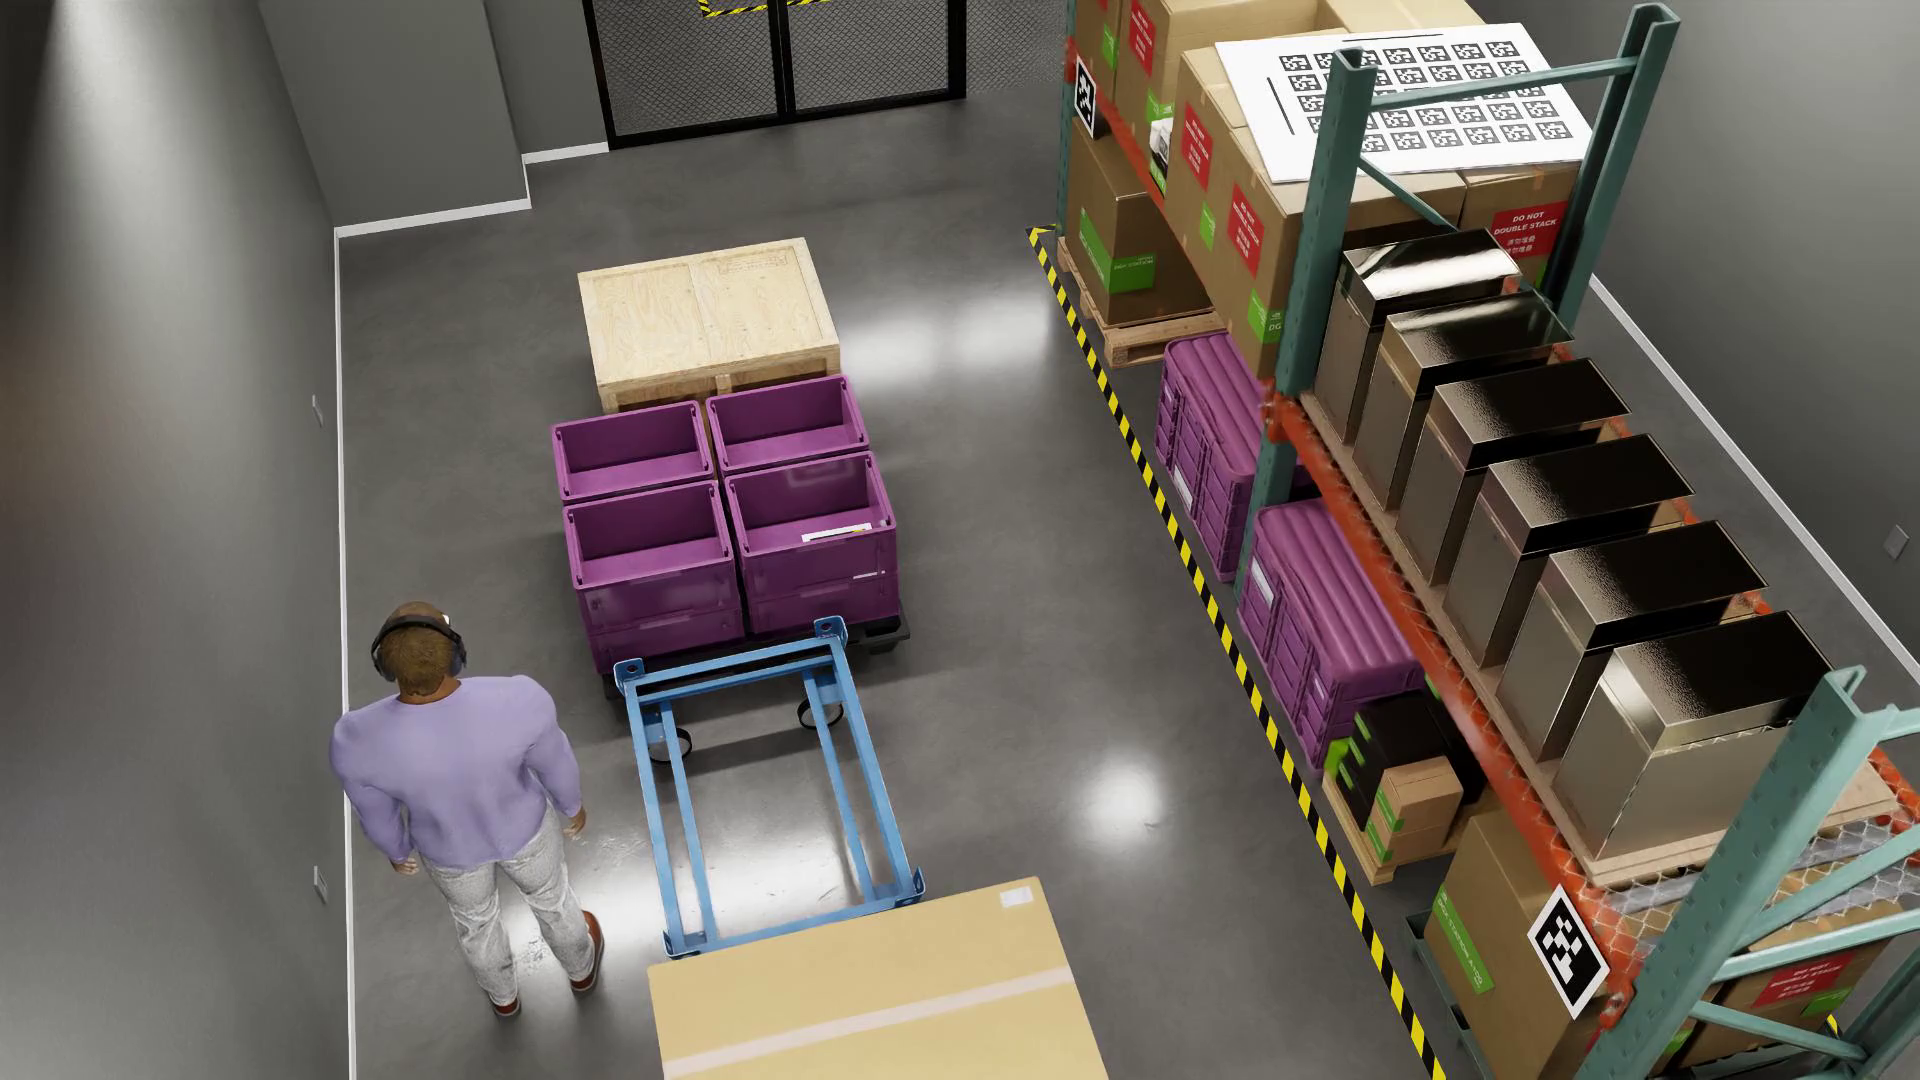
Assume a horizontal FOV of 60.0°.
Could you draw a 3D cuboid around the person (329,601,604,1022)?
[{"bbox_3d":[-1.458,0.869,5.091,0.635,1.934,0.359,-13,49,-12],"label":"person"}]
